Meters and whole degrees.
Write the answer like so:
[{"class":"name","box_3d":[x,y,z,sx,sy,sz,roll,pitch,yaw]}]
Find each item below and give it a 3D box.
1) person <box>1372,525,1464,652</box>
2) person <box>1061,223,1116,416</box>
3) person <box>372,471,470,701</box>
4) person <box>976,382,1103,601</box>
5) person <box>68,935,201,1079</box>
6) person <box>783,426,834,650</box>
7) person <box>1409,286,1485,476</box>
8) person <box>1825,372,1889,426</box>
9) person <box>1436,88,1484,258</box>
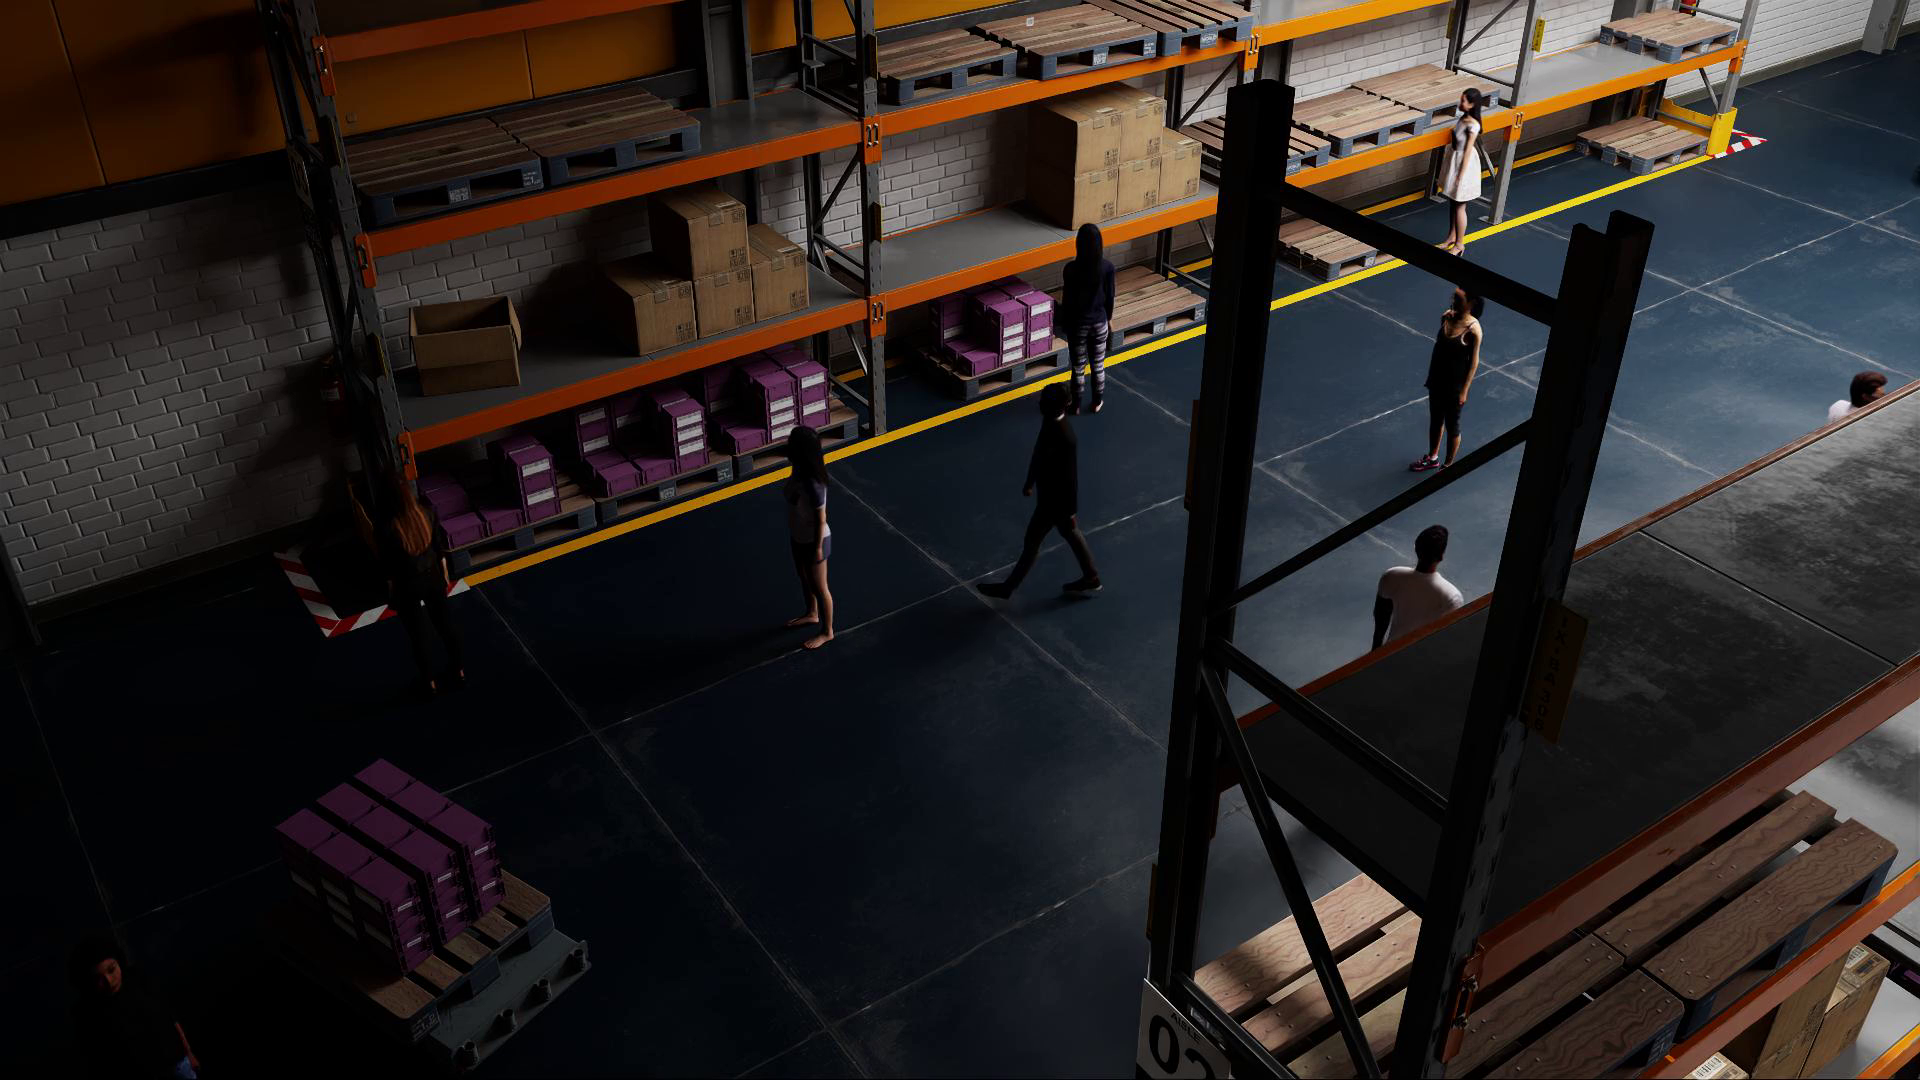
[{"class":"person","box_3d":[2.739,0.740,10.180,0.805,1.848,0.944,25,41,32]},{"class":"person","box_3d":[1.094,-1.879,14.226,0.626,1.732,0.743,-2,34,-3]},{"class":"person","box_3d":[-3.568,0.301,10.964,0.500,1.711,0.674,-26,42,-34]},{"class":"person","box_3d":[0.762,-0.300,11.836,1.286,1.748,1.056,-4,34,-6]},{"class":"person","box_3d":[-3.826,2.443,7.768,0.822,1.682,0.937,22,40,30]},{"class":"person","box_3d":[-1.038,-0.036,11.477,0.579,1.706,0.628,-14,36,-21]},{"class":"person","box_3d":[3.940,-1.273,13.317,0.551,1.728,0.589,-17,37,-24]},{"class":"person","box_3d":[6.194,-0.366,11.843,0.808,1.848,0.766,3,34,4]},{"class":"person","box_3d":[5.115,-3.743,16.997,0.821,1.769,0.783,1,34,1]}]
